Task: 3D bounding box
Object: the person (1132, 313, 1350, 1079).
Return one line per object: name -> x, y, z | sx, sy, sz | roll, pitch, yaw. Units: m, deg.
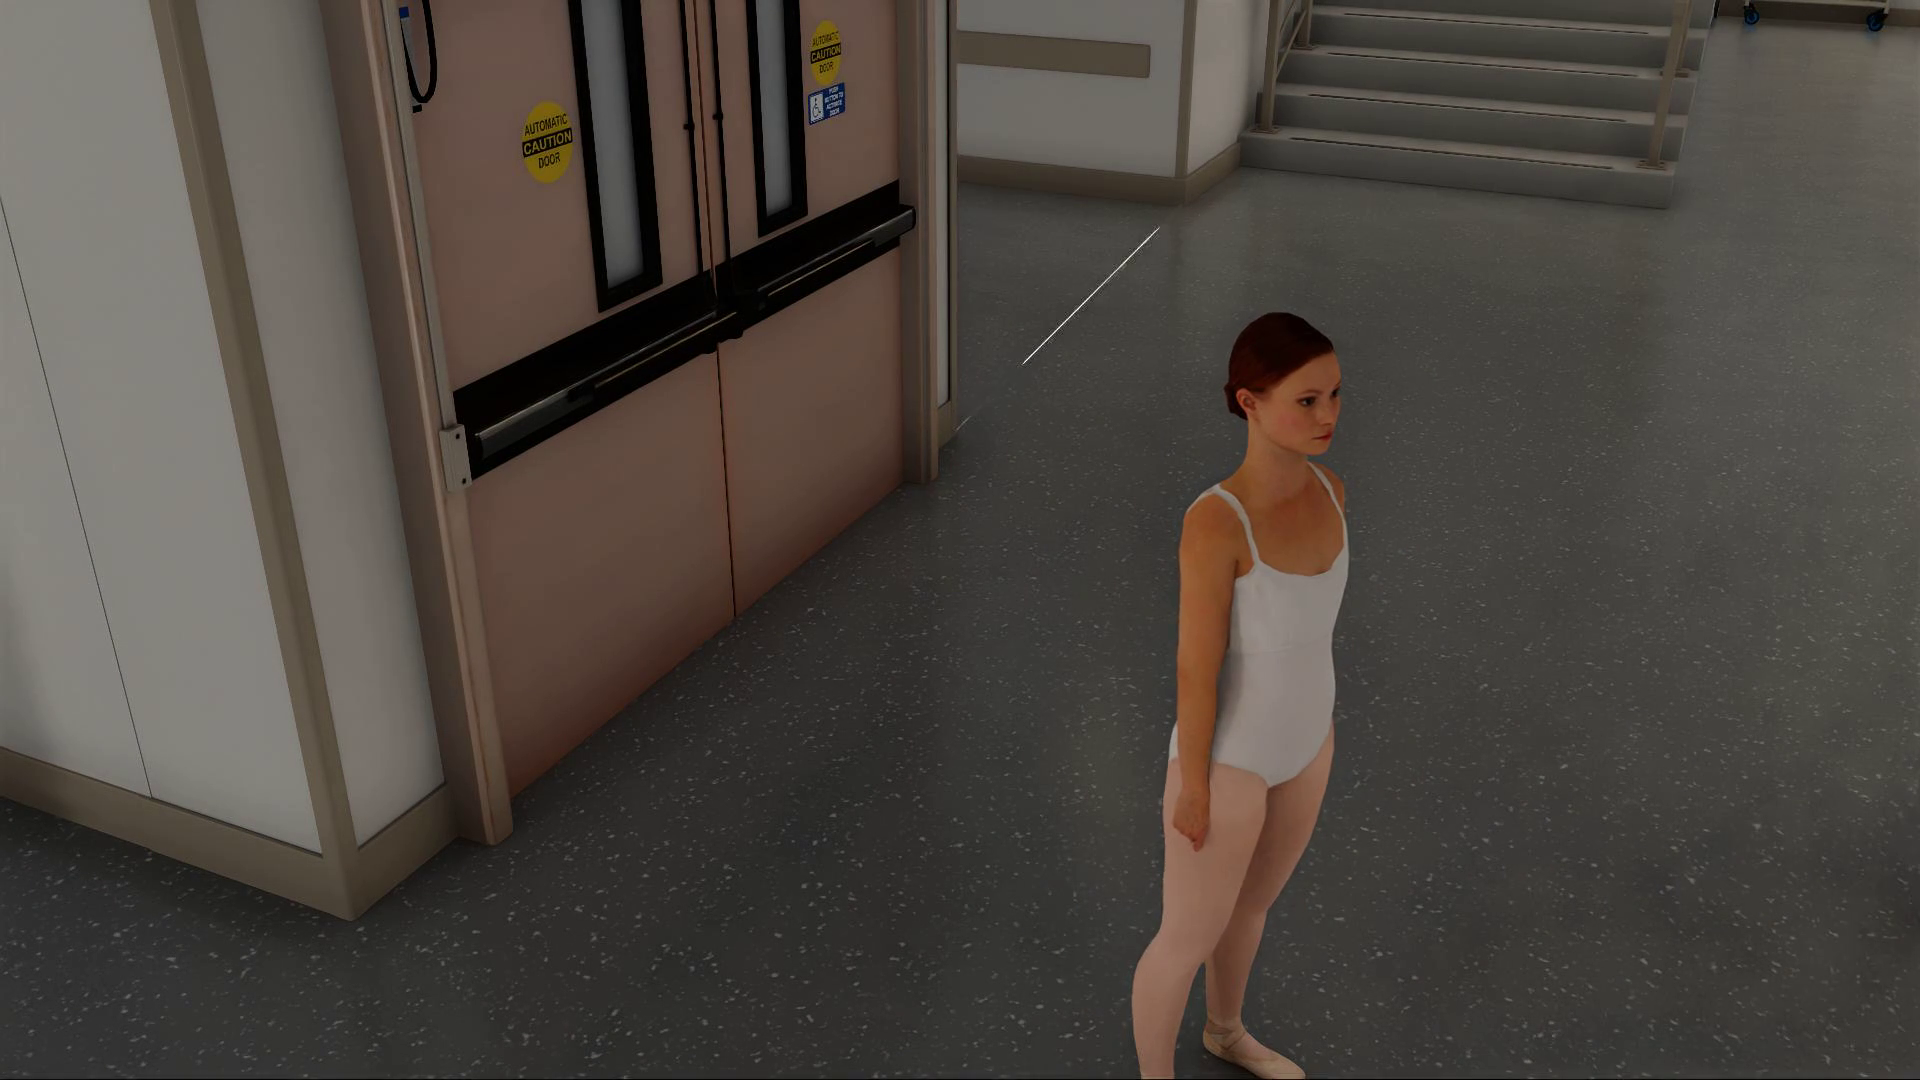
person -> 0.521, 0.380, 3.025 | 0.528, 1.643, 0.665 | -23, 34, -39
